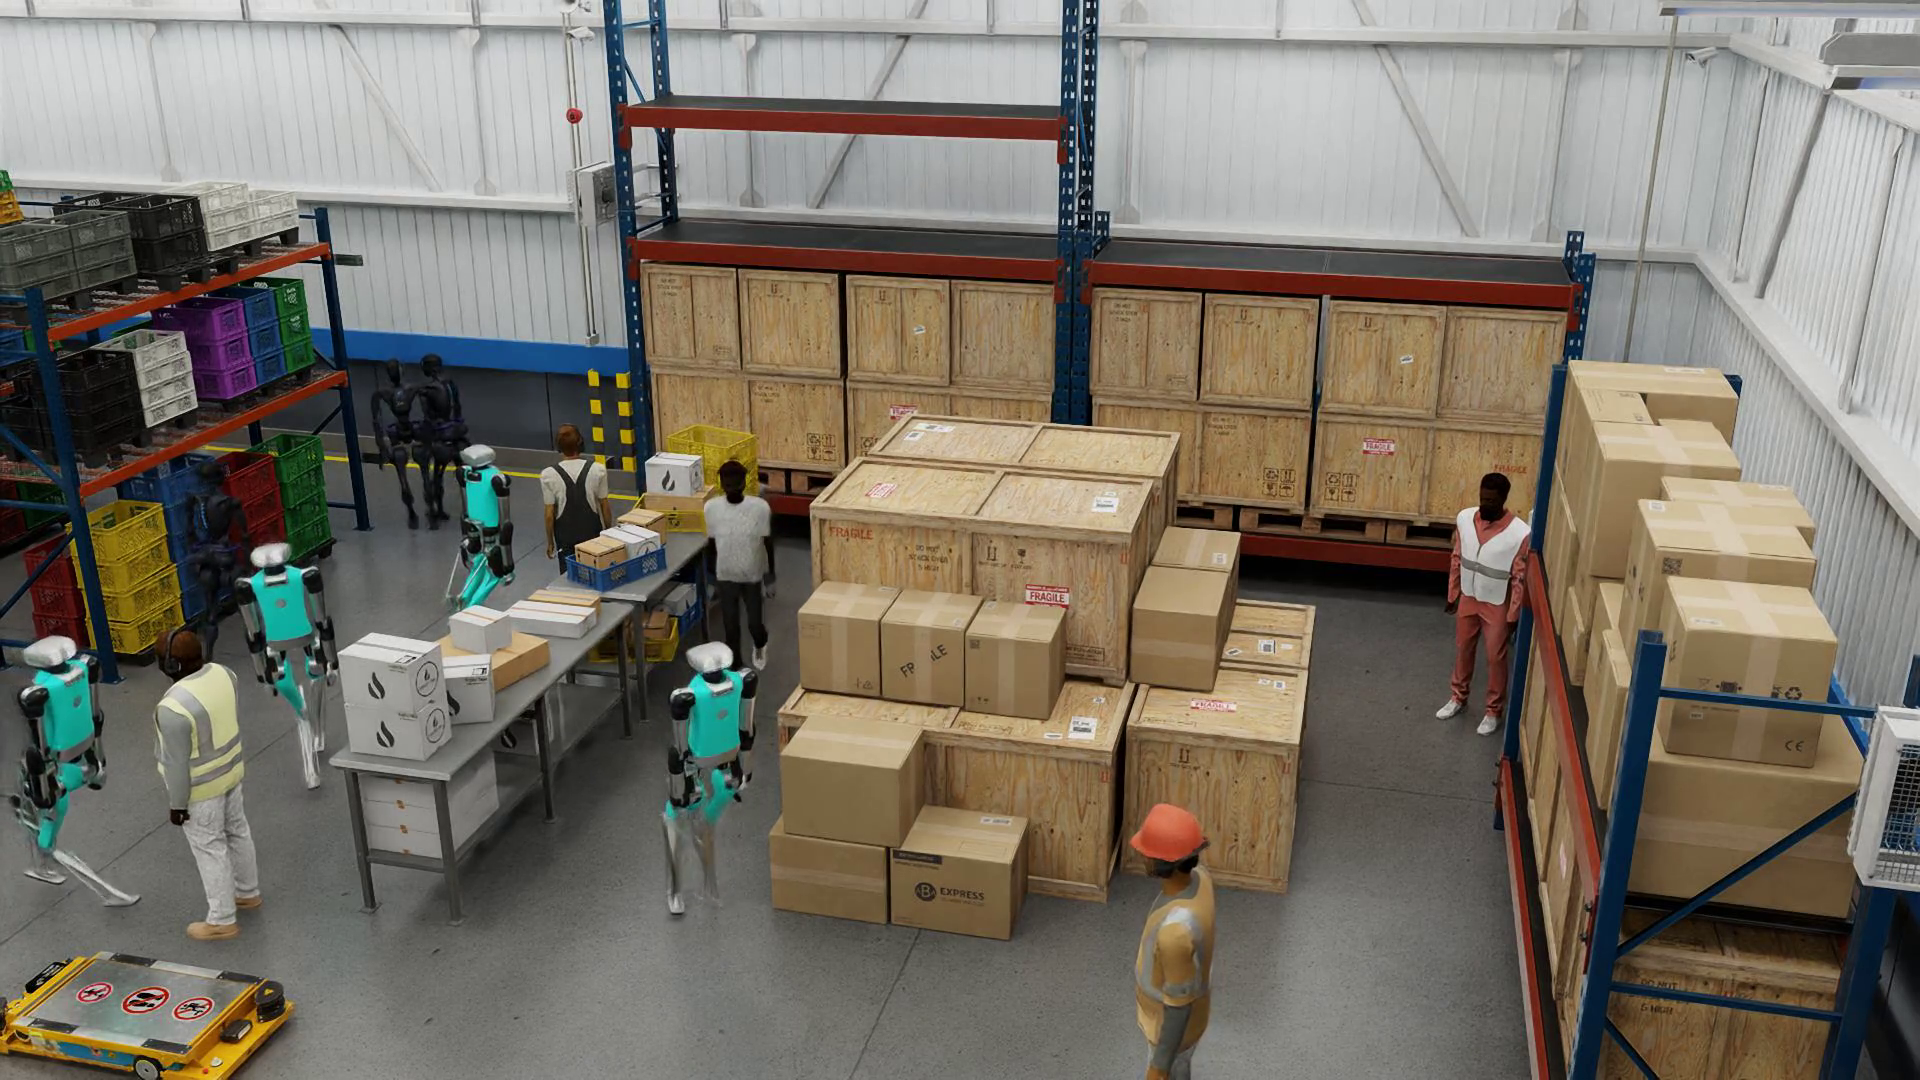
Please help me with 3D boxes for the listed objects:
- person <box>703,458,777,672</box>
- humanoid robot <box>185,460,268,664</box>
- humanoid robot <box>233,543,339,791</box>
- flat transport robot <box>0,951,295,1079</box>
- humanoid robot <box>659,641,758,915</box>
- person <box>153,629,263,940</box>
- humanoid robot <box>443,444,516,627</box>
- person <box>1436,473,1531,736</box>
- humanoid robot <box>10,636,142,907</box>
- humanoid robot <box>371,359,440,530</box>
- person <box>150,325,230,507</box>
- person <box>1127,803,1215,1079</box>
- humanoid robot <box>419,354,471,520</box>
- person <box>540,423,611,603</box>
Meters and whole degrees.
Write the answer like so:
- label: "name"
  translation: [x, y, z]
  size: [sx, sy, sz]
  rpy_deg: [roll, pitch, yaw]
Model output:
- label: "person"
  translation: [-1.603, 0.263, 12.141]
  size: [0.516, 1.852, 0.622]
  rpy_deg: [0, 21, 1]
- label: "humanoid robot"
  translation: [-5.651, 0.164, 12.718]
  size: [0.598, 1.631, 0.774]
  rpy_deg: [5, 21, 13]
- label: "humanoid robot"
  translation: [-4.401, 0.769, 11.015]
  size: [0.562, 1.740, 1.040]
  rpy_deg: [-7, 22, -18]
- label: "flat transport robot"
  translation: [-4.270, 2.464, 8.601]
  size: [1.431, 0.231, 0.659]
  rpy_deg: [5, 22, 13]
- label: "humanoid robot"
  translation: [-1.509, 1.377, 9.508]
  size: [0.530, 1.860, 0.780]
  rpy_deg: [-16, 26, -36]
- label: "person"
  translation: [-4.235, 1.351, 9.323]
  size: [0.430, 1.835, 0.627]
  rpy_deg: [2, 21, 5]
- label: "humanoid robot"
  translation: [-3.667, 0.196, 12.409]
  size: [0.544, 1.758, 0.681]
  rpy_deg: [14, 25, 33]
- label: "person"
  translation: [3.688, 0.423, 11.650]
  size: [0.394, 1.910, 0.585]
  rpy_deg: [-17, 27, -38]
- label: "humanoid robot"
  translation: [-5.264, 1.346, 9.522]
  size: [1.024, 1.752, 0.545]
  rpy_deg: [5, 22, 13]
- label: "humanoid robot"
  translation: [-5.091, -0.892, 15.397]
  size: [0.609, 1.643, 0.385]
  rpy_deg: [-7, 22, -18]
- label: "person"
  translation: [-7.596, -1.294, 16.238]
  size: [0.551, 1.830, 0.913]
  rpy_deg: [5, 21, 12]
- label: "person"
  translation: [0.882, 2.057, 7.183]
  size: [0.384, 2.041, 0.613]
  rpy_deg: [5, 22, 13]
- label: "humanoid robot"
  translation: [-4.813, -0.938, 15.555]
  size: [0.655, 1.625, 0.600]
  rpy_deg: [8, 22, 20]
- label: "person"
  translation: [-2.944, -0.006, 12.856]
  size: [0.506, 1.841, 0.337]
  rpy_deg: [-7, 22, -18]
